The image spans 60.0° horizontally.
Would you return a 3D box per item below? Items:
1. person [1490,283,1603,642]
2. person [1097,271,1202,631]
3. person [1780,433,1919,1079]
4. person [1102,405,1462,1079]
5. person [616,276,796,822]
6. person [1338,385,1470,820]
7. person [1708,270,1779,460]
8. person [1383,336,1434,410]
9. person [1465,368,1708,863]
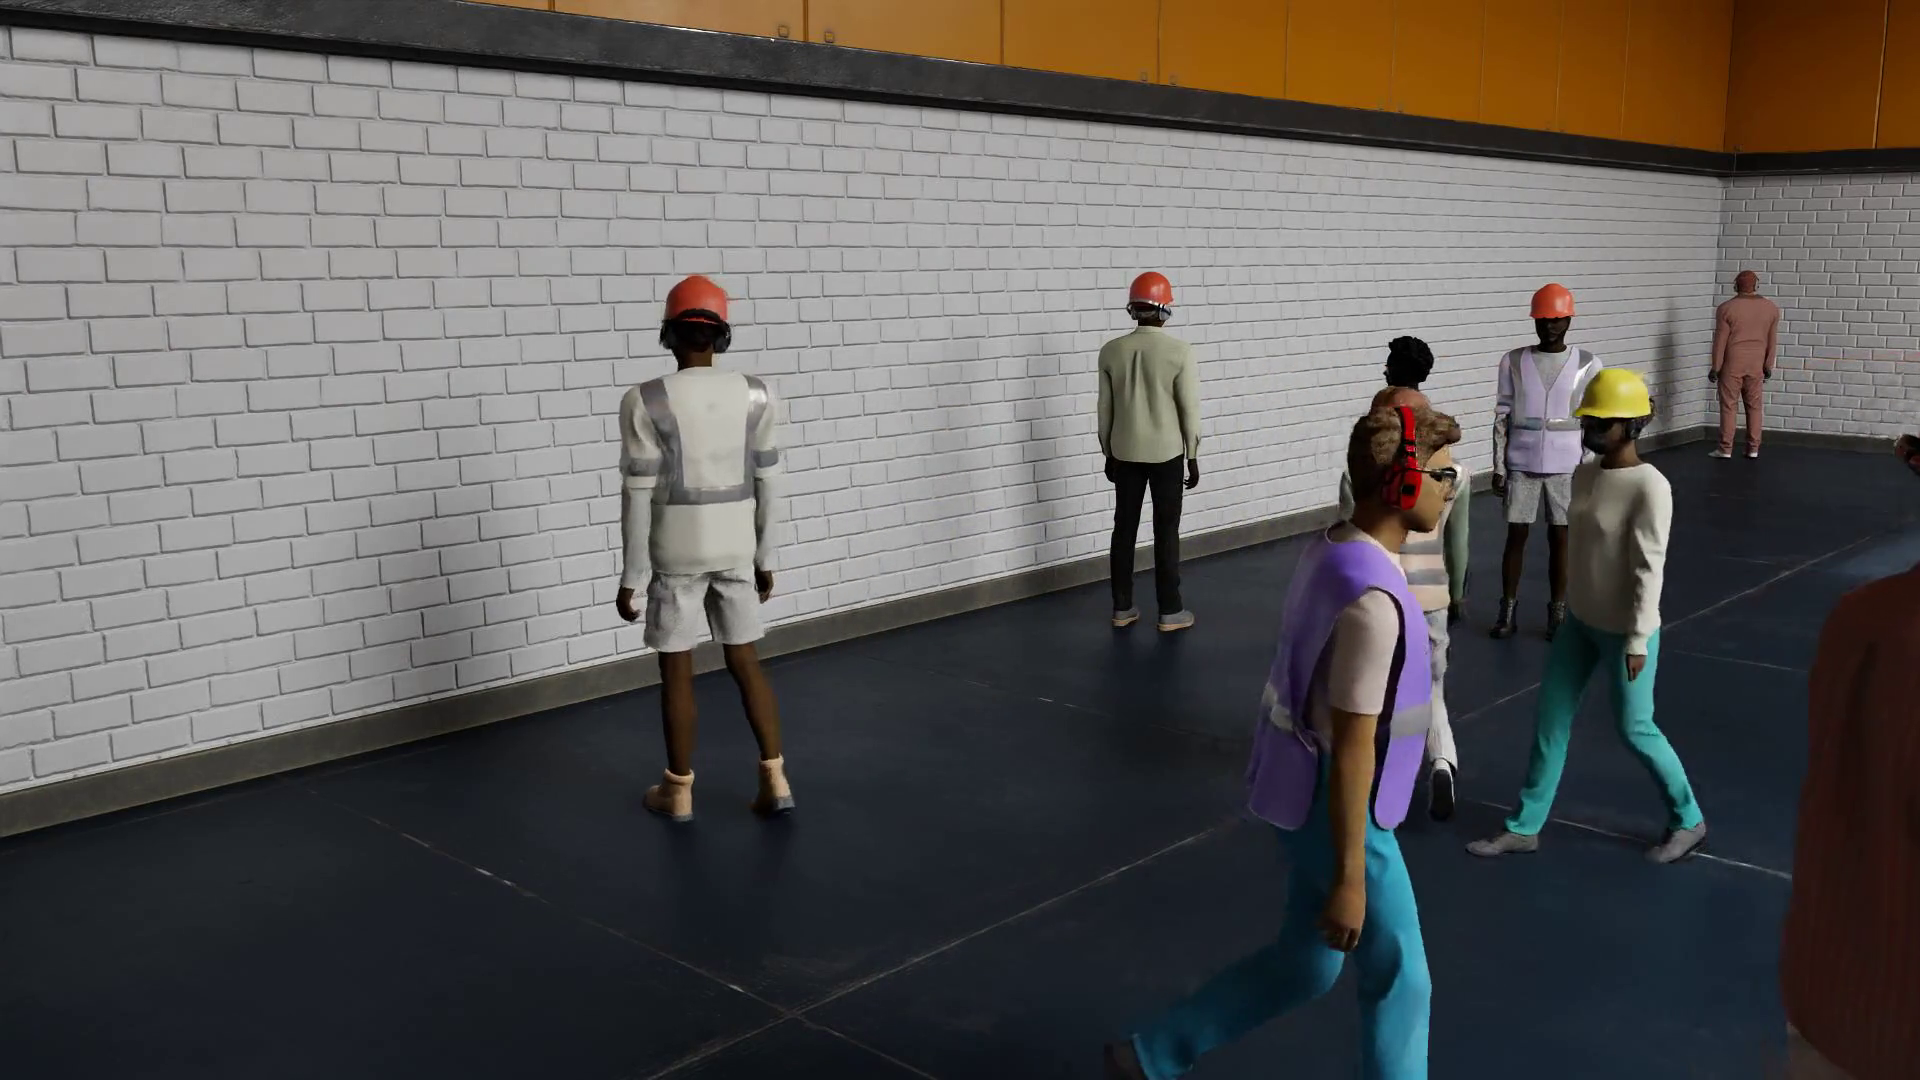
[{"bbox_3d":[3.158,-0.409,9.003,0.545,1.938,0.357,4,11,21],"label":"person"},{"bbox_3d":[1.060,-0.489,9.286,0.611,1.997,0.375,5,11,28],"label":"person"},{"bbox_3d":[1.553,0.713,2.505,0.726,1.968,0.644,0,10,0],"label":"person"},{"bbox_3d":[0.768,0.603,3.629,0.830,1.813,0.593,1,10,5],"label":"person"},{"bbox_3d":[-0.942,0.069,6.105,0.641,2.037,0.613,-6,12,-31],"label":"person"},{"bbox_3d":[1.645,0.246,6.148,0.519,1.623,0.583,0,10,-2],"label":"person"},{"bbox_3d":[7.879,-1.761,16.794,0.651,1.904,0.403,0,10,-3],"label":"person"},{"bbox_3d":[2.214,-0.166,8.302,0.321,1.697,0.530,1,10,5],"label":"person"},{"bbox_3d":[2.232,0.272,5.719,0.815,1.733,0.539,-2,10,-13],"label":"person"}]
